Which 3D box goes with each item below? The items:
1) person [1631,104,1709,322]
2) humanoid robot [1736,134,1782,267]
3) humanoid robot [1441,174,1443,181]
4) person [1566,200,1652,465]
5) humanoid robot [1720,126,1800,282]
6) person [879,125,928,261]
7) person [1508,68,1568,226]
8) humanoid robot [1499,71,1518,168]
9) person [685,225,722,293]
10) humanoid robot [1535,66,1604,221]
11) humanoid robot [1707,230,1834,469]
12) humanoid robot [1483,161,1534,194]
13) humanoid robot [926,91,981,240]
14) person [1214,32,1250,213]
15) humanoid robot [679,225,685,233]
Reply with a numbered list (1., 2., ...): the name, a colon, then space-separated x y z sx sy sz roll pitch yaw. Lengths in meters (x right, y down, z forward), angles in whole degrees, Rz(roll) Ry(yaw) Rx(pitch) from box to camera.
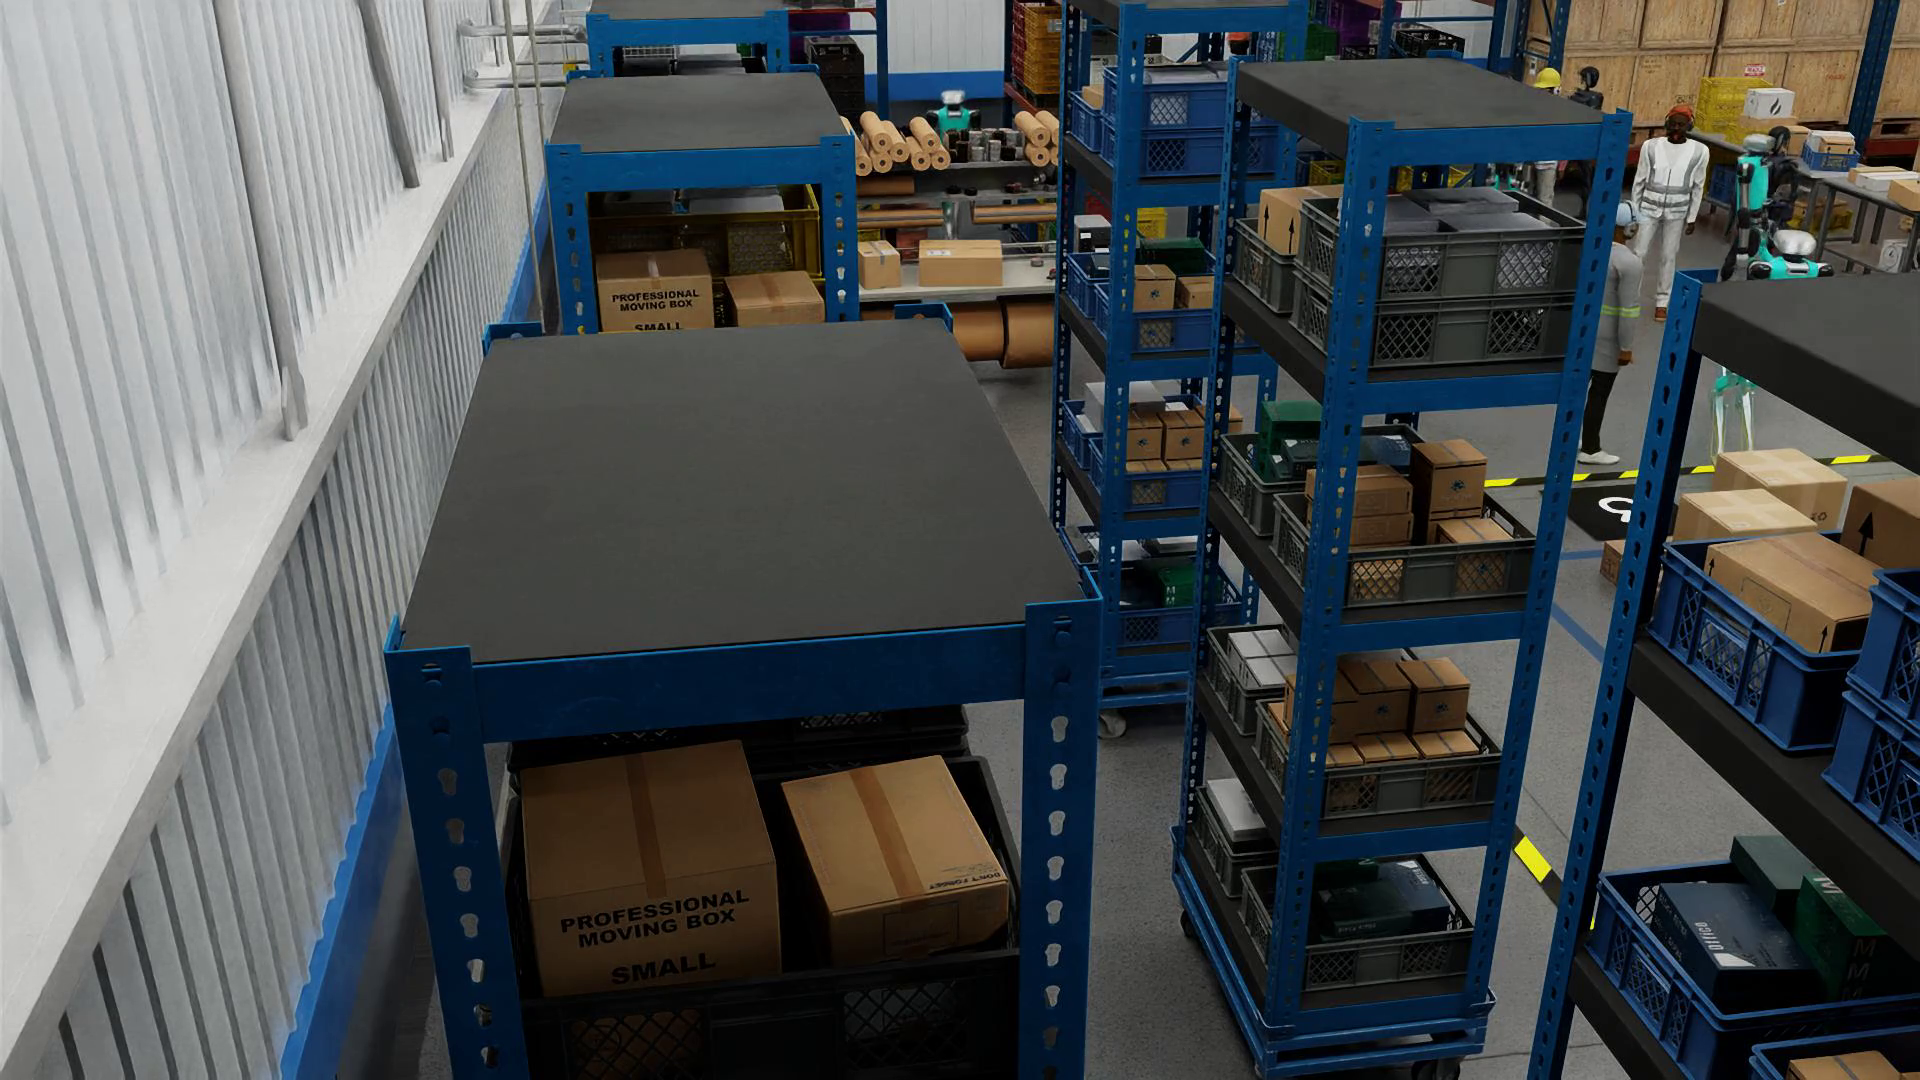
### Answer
1. person: 6.161 -2.856 14.575 0.577 1.882 0.354 11 27 22
2. humanoid robot: 6.796 -2.471 13.892 0.761 1.756 0.628 19 31 35
3. humanoid robot: 5.220 -4.535 18.238 0.533 1.677 0.735 12 27 24
4. person: 4.479 -1.437 11.528 0.392 1.850 0.598 -8 26 -17
5. humanoid robot: 7.210 -2.891 14.941 0.472 1.640 0.588 -18 30 -34
6. person: -0.432 -2.336 13.346 0.368 1.966 0.602 9 26 19
7. person: 5.794 -3.795 16.677 0.598 1.829 0.404 21 32 38
8. humanoid robot: 5.579 -4.093 17.528 0.405 1.667 0.609 10 26 20
9. person: -1.988 -1.803 12.359 0.674 1.820 0.519 -8 26 -16
10. humanoid robot: 6.674 -4.300 18.017 0.603 1.638 0.761 -13 28 -26
11. humanoid robot: 5.366 -1.299 11.210 0.533 1.672 0.735 1 25 2
12. humanoid robot: 5.373 -3.556 16.295 0.531 1.809 0.738 14 28 27
13. humanoid robot: -0.080 -3.590 16.406 0.532 1.751 0.999 -1 25 -3
14. person: 3.002 -4.592 18.163 0.388 2.039 0.614 22 32 39
15. humanoid robot: -2.017 -1.575 12.020 0.611 1.657 0.329 10 27 21
